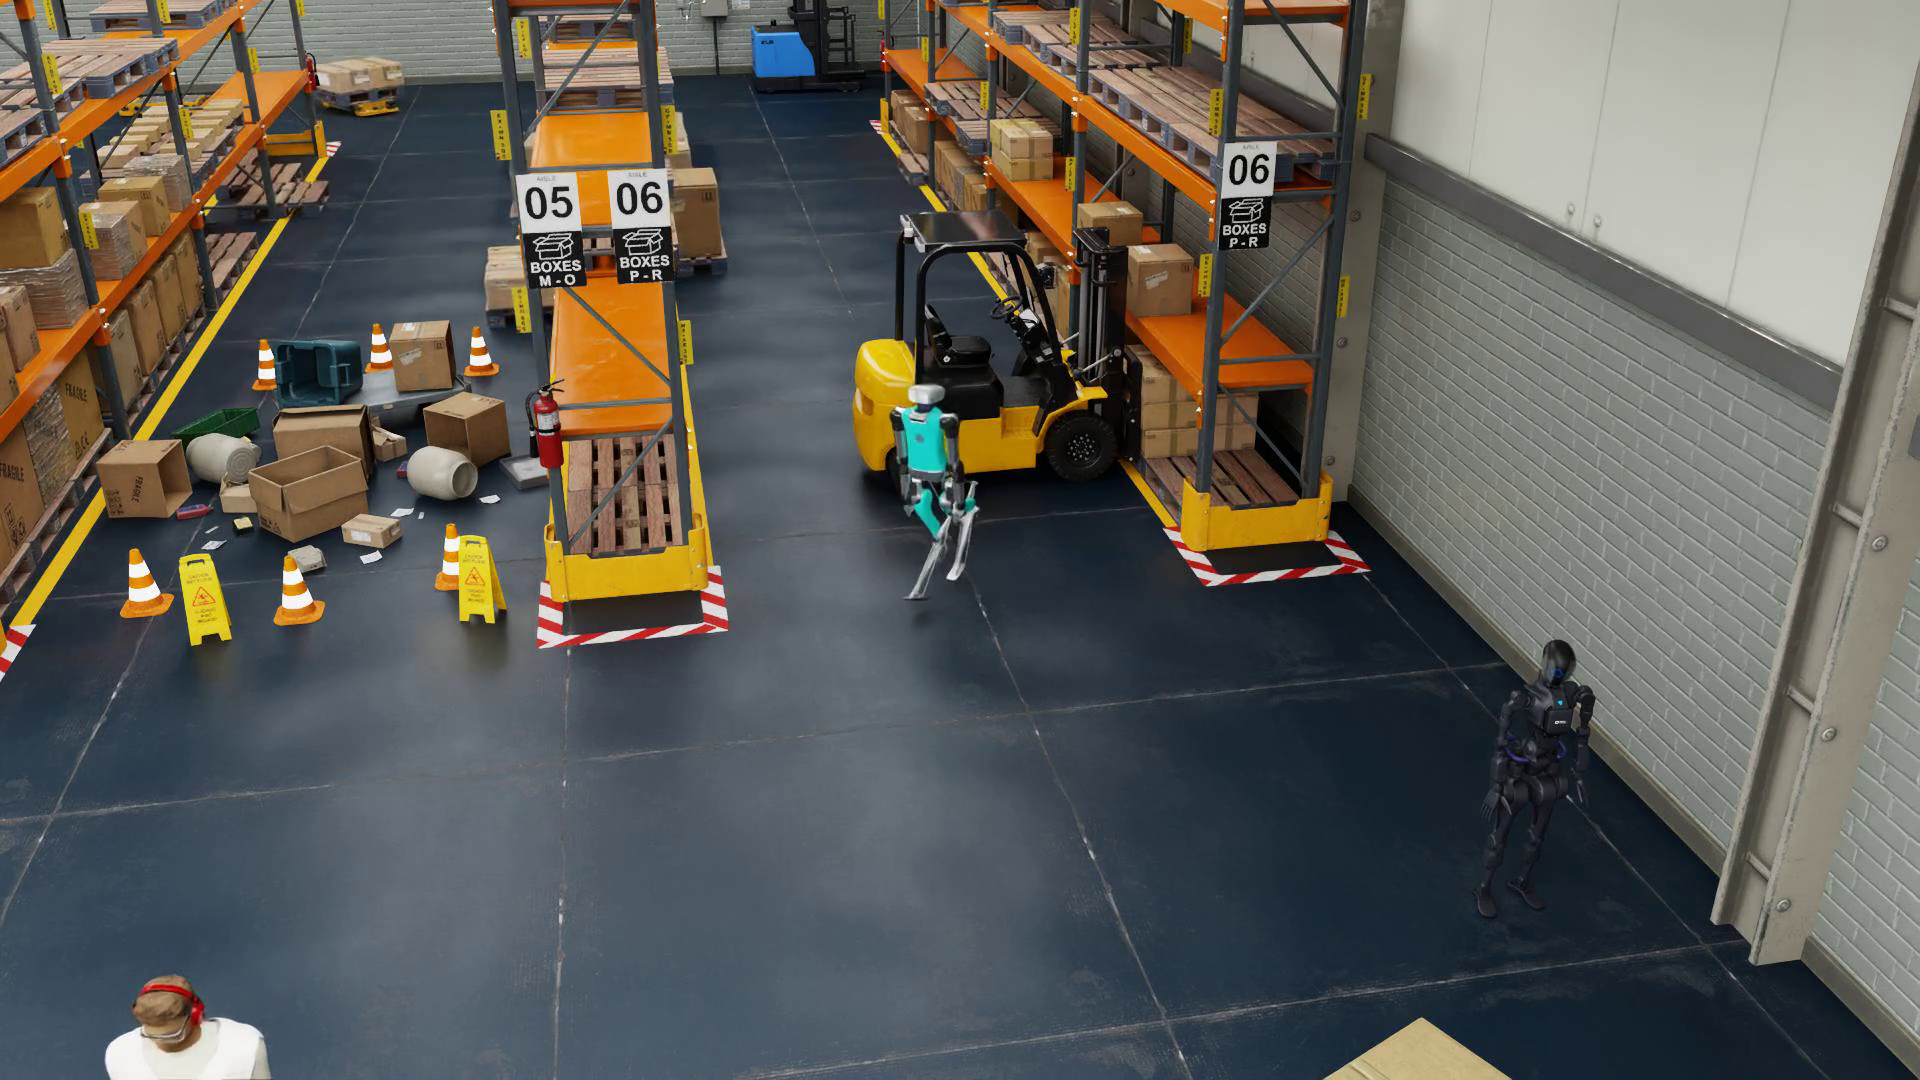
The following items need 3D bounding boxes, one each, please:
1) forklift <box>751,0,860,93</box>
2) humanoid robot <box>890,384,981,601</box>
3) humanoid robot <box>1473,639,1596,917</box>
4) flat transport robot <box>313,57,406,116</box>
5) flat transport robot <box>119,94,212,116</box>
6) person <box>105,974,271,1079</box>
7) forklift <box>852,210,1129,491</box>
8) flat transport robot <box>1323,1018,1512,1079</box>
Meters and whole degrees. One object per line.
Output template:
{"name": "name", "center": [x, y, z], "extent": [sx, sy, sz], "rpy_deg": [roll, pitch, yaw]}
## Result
{"name": "forklift", "center": [-2.872, -9.679, 30.288], "extent": [1.873, 2.768, 1.129], "rpy_deg": [-5, 26, -10]}
{"name": "humanoid robot", "center": [-0.141, -0.380, 12.223], "extent": [0.551, 1.734, 1.024], "rpy_deg": [12, 28, 23]}
{"name": "humanoid robot", "center": [3.067, 1.264, 8.858], "extent": [0.599, 1.653, 0.315], "rpy_deg": [-5, 26, -10]}
{"name": "flat transport robot", "center": [-10.434, -7.593, 28.942], "extent": [1.431, 0.231, 0.659], "rpy_deg": [23, 34, 39]}
{"name": "flat transport robot", "center": [-13.718, -7.518, 28.787], "extent": [1.431, 0.231, 0.659], "rpy_deg": [-5, 26, -10]}
{"name": "person", "center": [-2.860, 2.382, 6.356], "extent": [0.562, 1.837, 0.390], "rpy_deg": [-5, 26, -10]}
{"name": "forklift", "center": [0.216, -1.659, 14.366], "extent": [2.313, 2.155, 1.214], "rpy_deg": [-5, 26, -10]}
{"name": "flat transport robot", "center": [1.706, 3.192, 6.482], "extent": [1.431, 0.231, 0.659], "rpy_deg": [-5, 26, -10]}
